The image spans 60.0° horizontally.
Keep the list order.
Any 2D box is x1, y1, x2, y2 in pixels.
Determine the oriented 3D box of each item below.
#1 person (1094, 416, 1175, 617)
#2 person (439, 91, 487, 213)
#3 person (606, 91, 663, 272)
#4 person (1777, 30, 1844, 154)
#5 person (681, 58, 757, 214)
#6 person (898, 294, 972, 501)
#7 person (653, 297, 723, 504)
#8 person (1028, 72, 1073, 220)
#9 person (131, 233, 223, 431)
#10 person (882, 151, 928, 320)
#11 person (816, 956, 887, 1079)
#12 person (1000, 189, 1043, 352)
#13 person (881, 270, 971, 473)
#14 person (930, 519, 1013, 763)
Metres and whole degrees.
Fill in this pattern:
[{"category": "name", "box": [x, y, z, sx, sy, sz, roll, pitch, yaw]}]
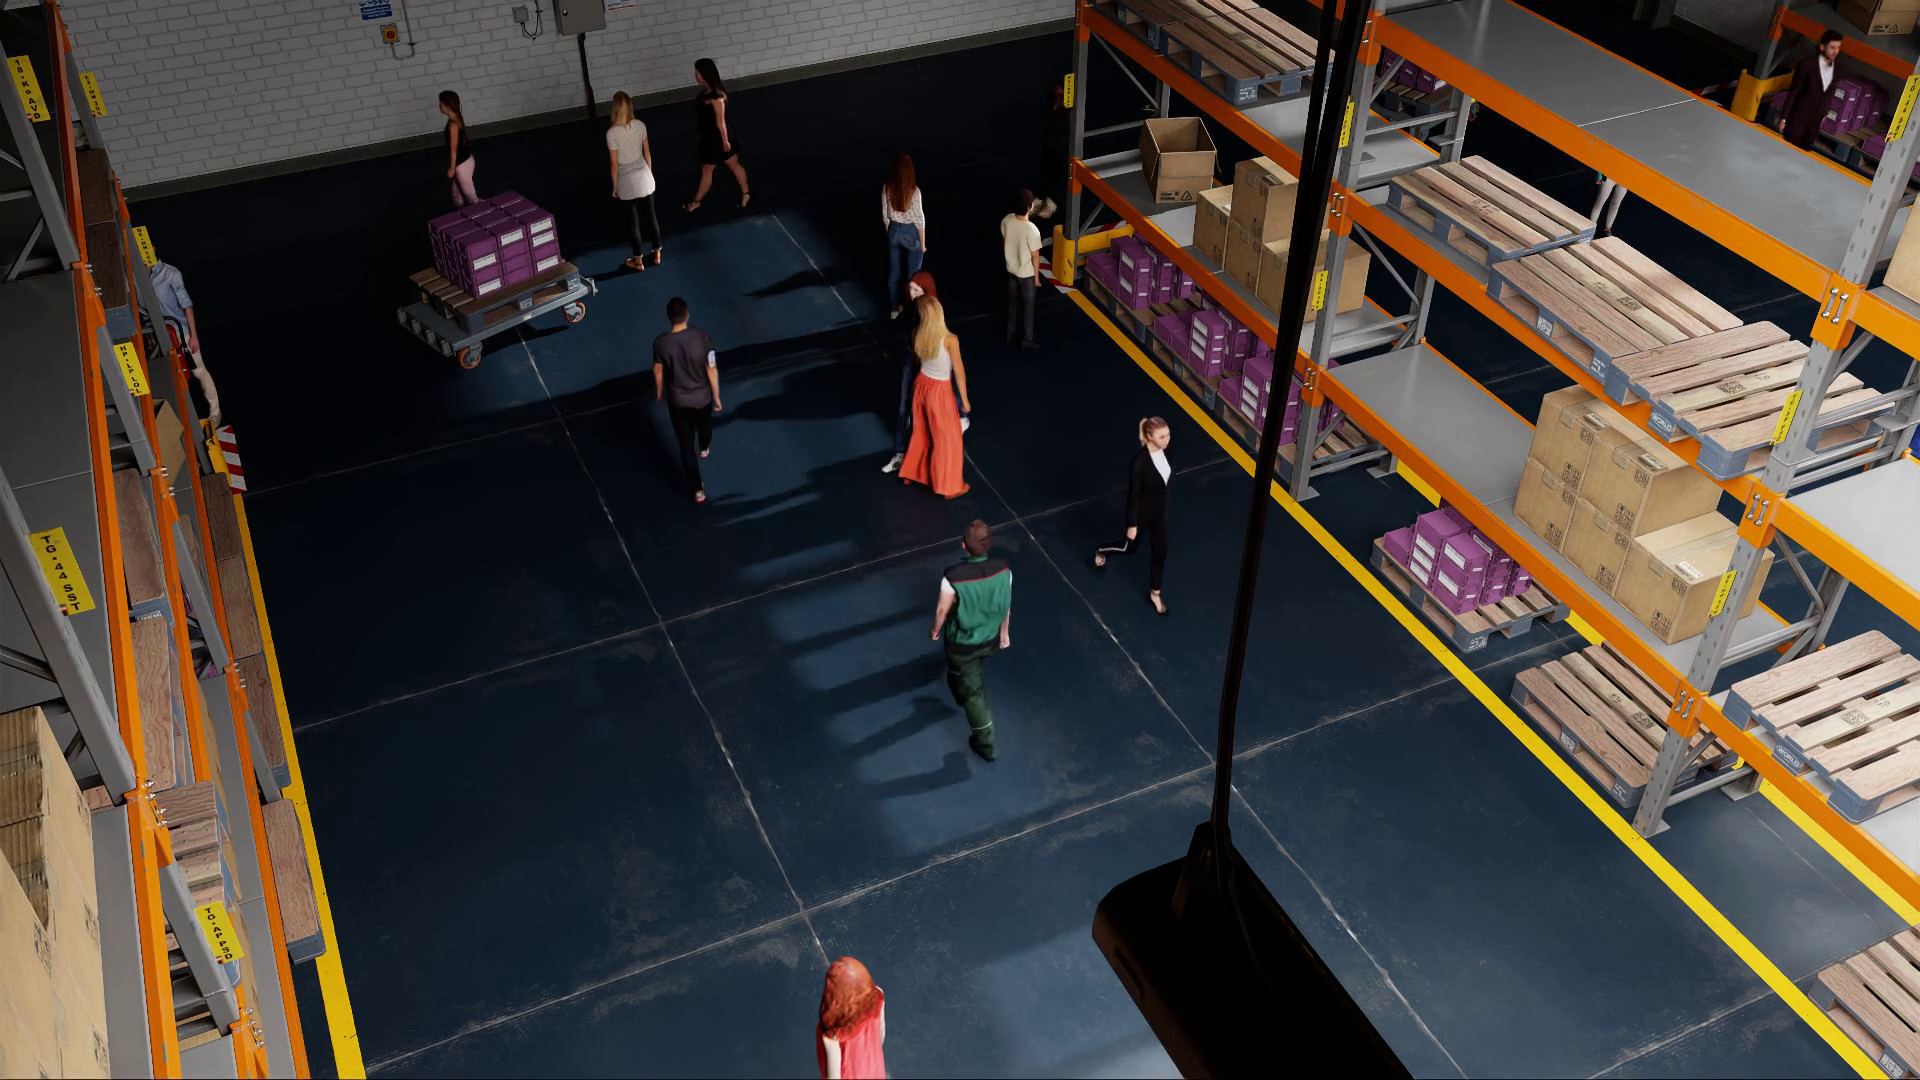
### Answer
[{"category": "person", "box": [1.302, -0.226, 12.219, 0.843, 1.681, 1.116, -29, 47, -32]}, {"category": "person", "box": [-4.945, -3.761, 16.760, 0.789, 1.537, 0.991, -4, 39, -5]}, {"category": "person", "box": [-3.170, -3.484, 16.182, 0.642, 1.826, 0.578, -23, 44, -26]}, {"category": "person", "box": [8.774, -4.445, 17.370, 0.864, 1.845, 1.108, -6, 39, -7]}, {"category": "person", "box": [-2.388, -4.125, 17.100, 0.913, 1.682, 1.025, -3, 39, -4]}, {"category": "person", "box": [-0.243, -1.138, 13.287, 0.919, 1.773, 0.802, -23, 44, -26]}, {"category": "person", "box": [-2.155, -1.068, 13.236, 0.827, 1.727, 1.138, -7, 39, -9]}, {"category": "person", "box": [0.907, -3.935, 16.898, 0.808, 1.637, 0.711, -2, 39, -3]}, {"category": "person", "box": [-6.645, -1.767, 14.015, 0.733, 1.848, 0.734, 4, 39, 4]}, {"category": "person", "box": [-0.519, -2.811, 15.418, 0.633, 1.727, 0.714, 17, 42, 20]}, {"category": "person", "box": [-0.527, 2.723, 8.409, 0.651, 1.827, 0.671, 27, 46, 30]}, {"category": "person", "box": [0.561, -2.445, 15.072, 0.551, 1.588, 0.713, 30, 47, 32]}, {"category": "person", "box": [-0.208, -1.434, 13.686, 1.232, 1.738, 1.055, 25, 45, 28]}, {"category": "person", "box": [0.101, 0.683, 10.981, 0.655, 1.806, 1.092, -16, 41, -19]}]
